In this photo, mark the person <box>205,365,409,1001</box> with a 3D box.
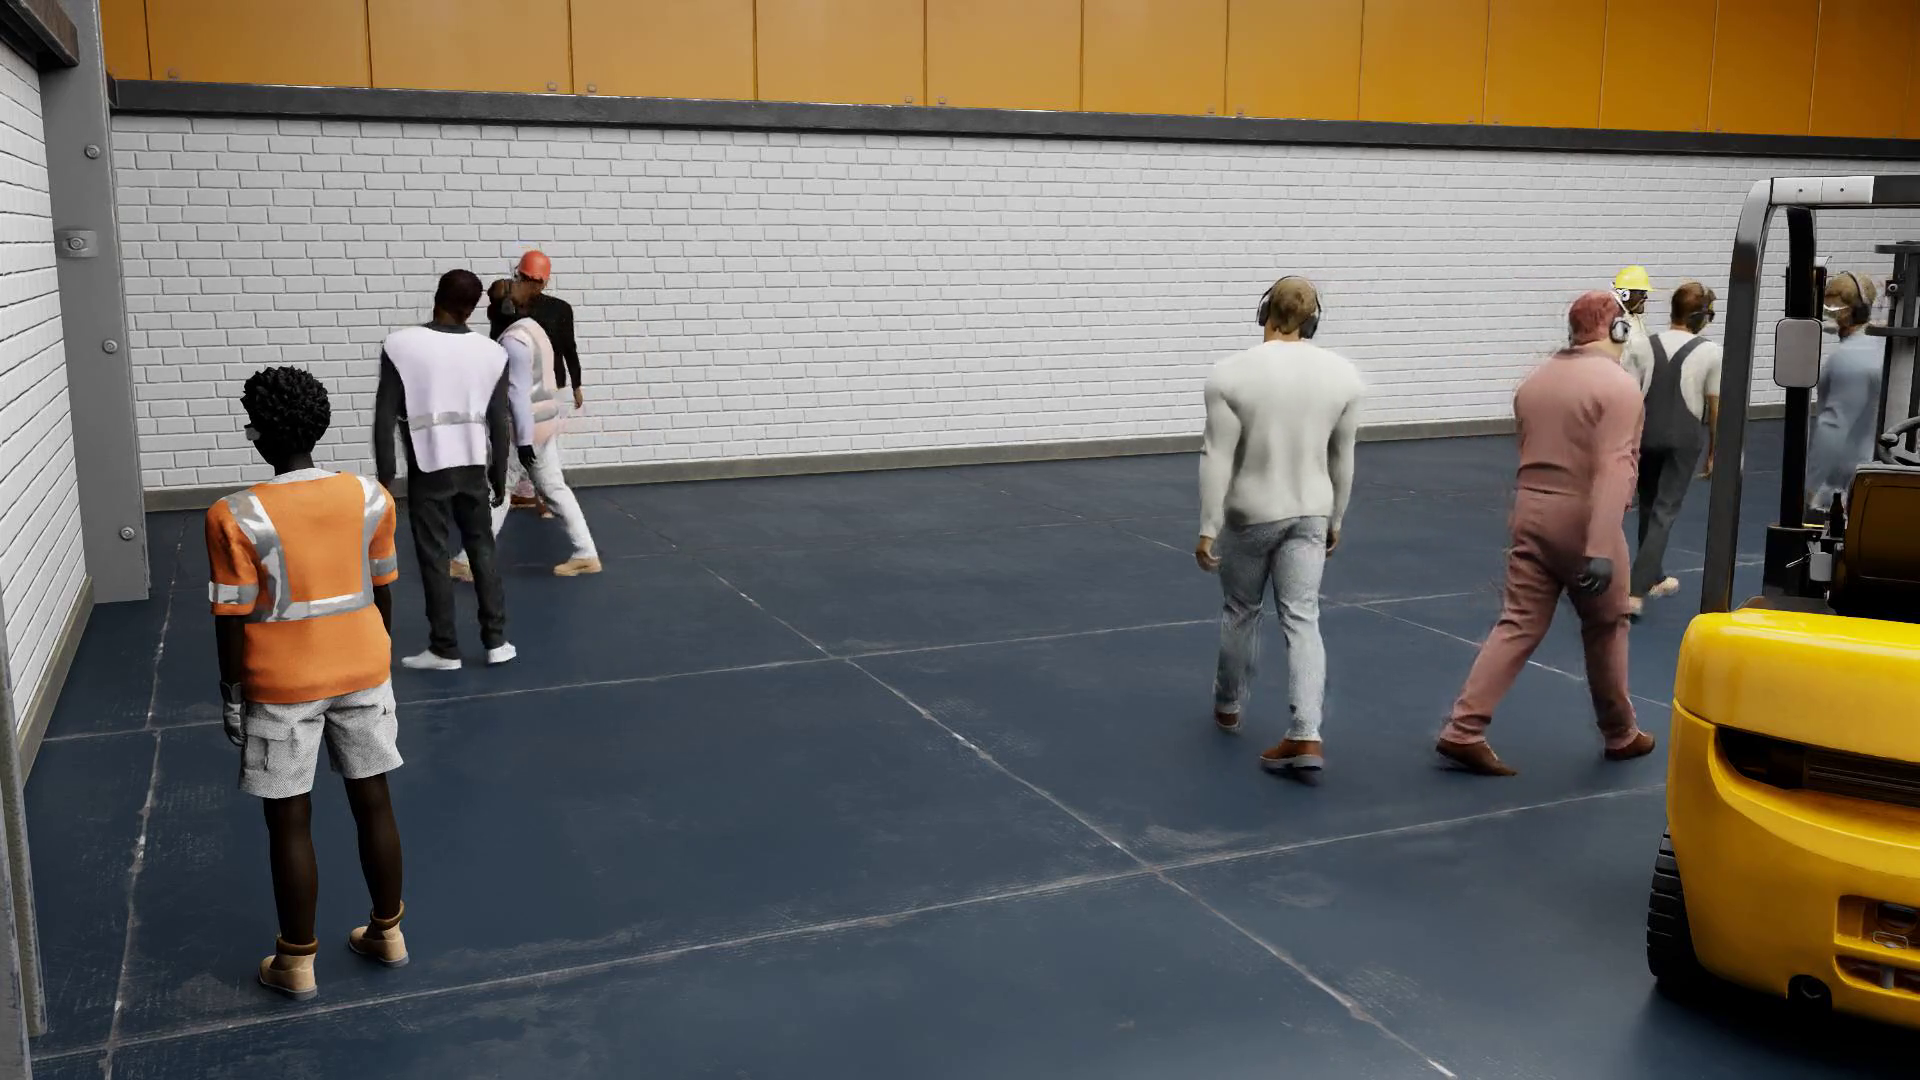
[{"bbox_3d":[-1.737,0.382,4.464,0.320,1.694,0.532,9,14,41],"label":"person"}]

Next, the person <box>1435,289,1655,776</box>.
[{"bbox_3d":[2.296,-0.019,6.294,0.965,1.843,0.688,-4,11,-22],"label":"person"}]

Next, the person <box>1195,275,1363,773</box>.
[{"bbox_3d":[1.230,-0.073,6.460,0.646,1.891,0.999,-1,10,-4],"label":"person"}]

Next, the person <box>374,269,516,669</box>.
[{"bbox_3d":[-2.377,-0.304,7.743,0.643,1.881,0.416,-9,14,-41],"label":"person"}]

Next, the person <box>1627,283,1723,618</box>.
[{"bbox_3d":[3.811,-0.485,8.986,0.545,1.796,0.938,9,14,41],"label":"person"}]

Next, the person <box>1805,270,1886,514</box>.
[{"bbox_3d":[4.015,-0.291,7.655,1.021,1.876,0.641,7,12,34],"label":"person"}]

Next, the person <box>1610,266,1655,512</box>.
[{"bbox_3d":[4.842,-1.088,12.210,0.595,1.825,0.403,-10,14,-43],"label":"person"}]

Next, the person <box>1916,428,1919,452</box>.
[{"bbox_3d":[6.176,-0.808,10.477,0.659,1.893,0.672,7,12,33],"label":"person"}]

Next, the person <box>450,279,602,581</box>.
[{"bbox_3d":[-2.614,-0.643,9.847,0.979,1.789,0.652,0,10,1],"label":"person"}]

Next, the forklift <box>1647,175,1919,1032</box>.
[{"bbox_3d":[2.810,0.094,4.662,1.214,2.155,2.313,7,12,34],"label":"forklift"}]

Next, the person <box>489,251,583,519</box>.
[{"bbox_3d":[-3.179,-1.141,12.217,0.763,1.941,0.575,2,10,10],"label":"person"}]
